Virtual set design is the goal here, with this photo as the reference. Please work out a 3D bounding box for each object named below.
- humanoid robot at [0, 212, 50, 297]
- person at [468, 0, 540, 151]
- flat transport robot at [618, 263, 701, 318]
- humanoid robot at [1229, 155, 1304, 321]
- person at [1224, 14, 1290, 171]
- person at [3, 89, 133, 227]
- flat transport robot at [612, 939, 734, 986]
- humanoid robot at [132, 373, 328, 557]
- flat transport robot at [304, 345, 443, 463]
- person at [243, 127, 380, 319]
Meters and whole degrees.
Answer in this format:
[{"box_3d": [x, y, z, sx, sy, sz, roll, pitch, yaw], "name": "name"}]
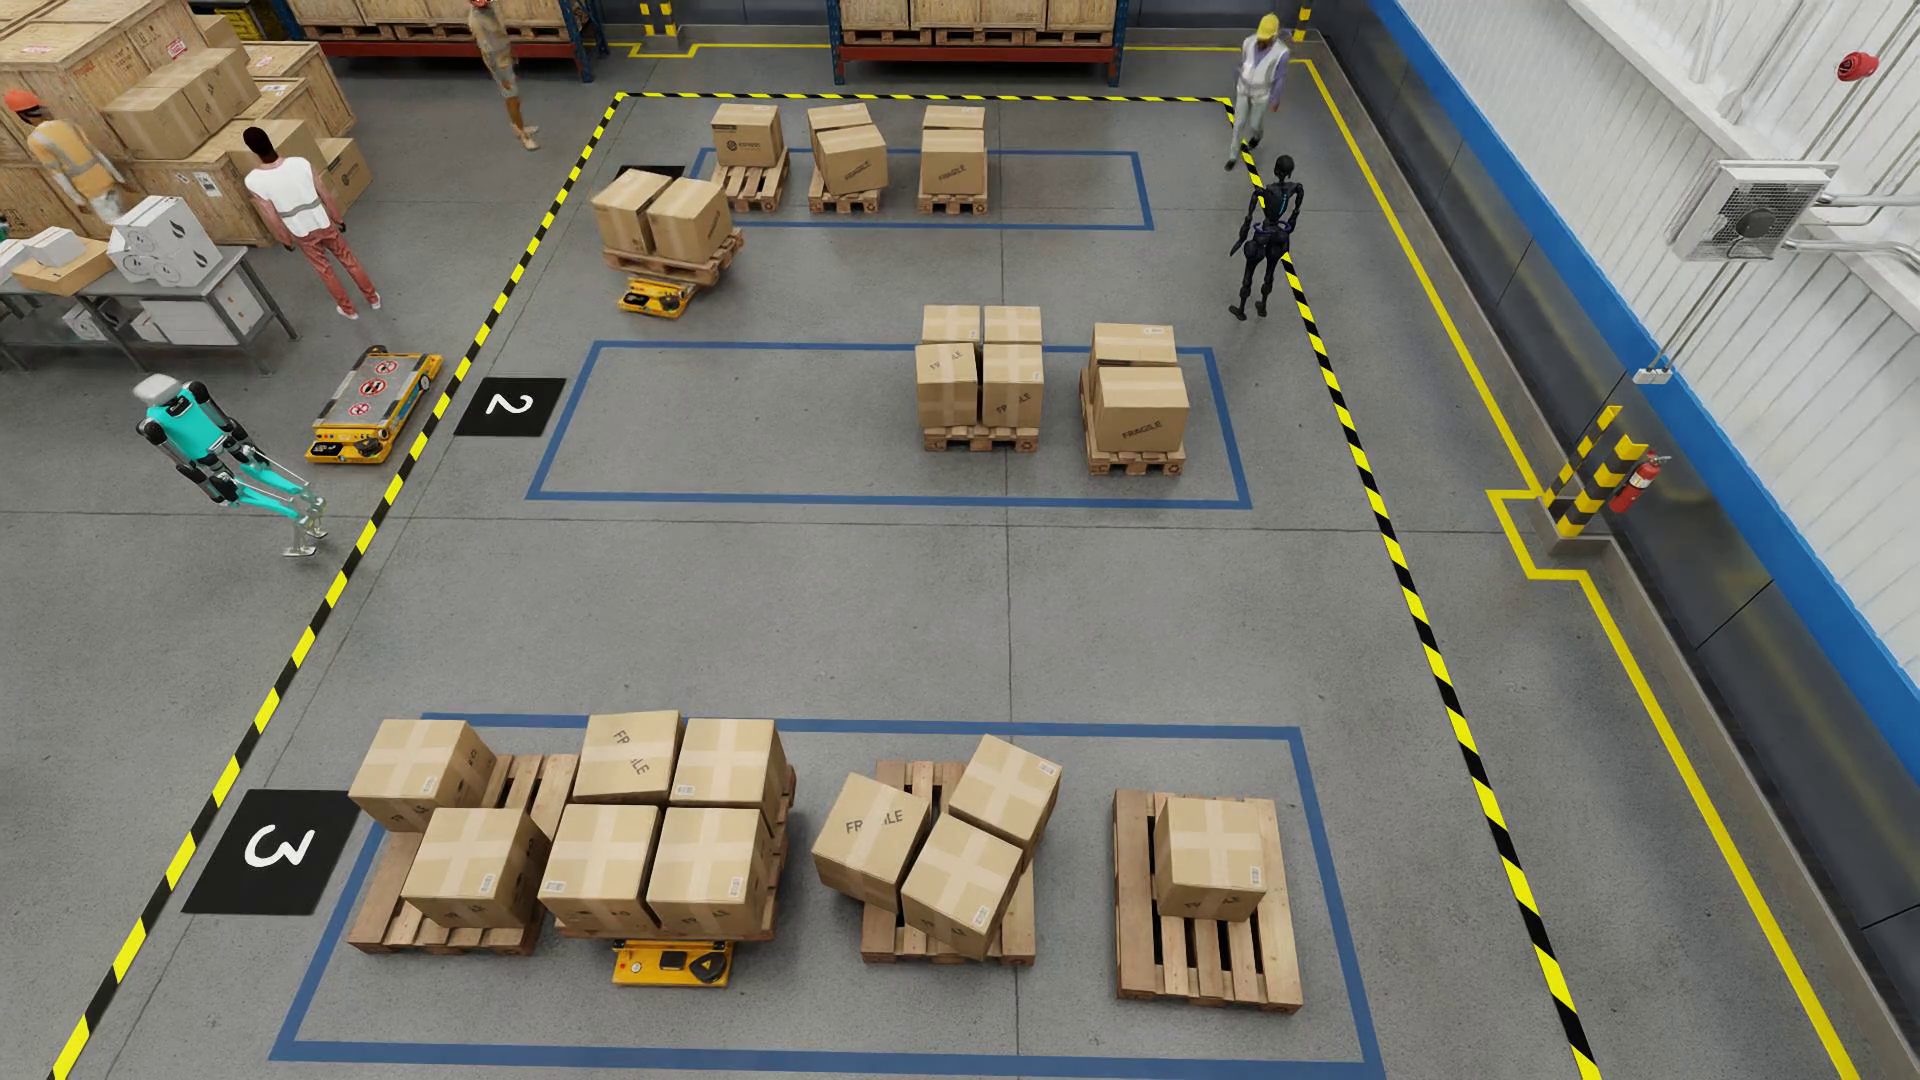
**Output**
[{"box_3d": [-9.829, -3.185, 9.132, 0.550, 1.833, 0.763, -32, 57, -24], "name": "humanoid robot"}, {"box_3d": [-5.584, -5.790, 11.144, 0.474, 1.989, 0.678, 1, 50, 1], "name": "person"}, {"box_3d": [-3.023, -2.915, 9.816, 0.652, 0.197, 1.431, 12, 51, 10], "name": "flat transport robot"}, {"box_3d": [2.965, -2.918, 8.902, 0.599, 1.659, 0.315, -8, 50, -7], "name": "humanoid robot"}, {"box_3d": [3.546, -5.347, 10.897, 0.597, 1.797, 0.662, 28, 55, 22], "name": "person"}, {"box_3d": [-8.810, -3.624, 9.383, 0.735, 1.891, 0.558, 2, 50, 2], "name": "person"}, {"box_3d": [-1.659, 1.971, 5.681, 0.652, 0.197, 1.431, 1, 50, 1], "name": "flat transport robot"}, {"box_3d": [-5.178, -0.488, 6.730, 0.735, 1.677, 0.533, 8, 50, 7], "name": "humanoid robot"}, {"box_3d": [-5.383, -1.269, 8.441, 0.659, 0.231, 1.431, 1, 50, 1], "name": "flat transport robot"}, {"box_3d": [-6.250, -3.007, 8.835, 0.587, 1.914, 0.393, -37, 59, -27], "name": "person"}]
